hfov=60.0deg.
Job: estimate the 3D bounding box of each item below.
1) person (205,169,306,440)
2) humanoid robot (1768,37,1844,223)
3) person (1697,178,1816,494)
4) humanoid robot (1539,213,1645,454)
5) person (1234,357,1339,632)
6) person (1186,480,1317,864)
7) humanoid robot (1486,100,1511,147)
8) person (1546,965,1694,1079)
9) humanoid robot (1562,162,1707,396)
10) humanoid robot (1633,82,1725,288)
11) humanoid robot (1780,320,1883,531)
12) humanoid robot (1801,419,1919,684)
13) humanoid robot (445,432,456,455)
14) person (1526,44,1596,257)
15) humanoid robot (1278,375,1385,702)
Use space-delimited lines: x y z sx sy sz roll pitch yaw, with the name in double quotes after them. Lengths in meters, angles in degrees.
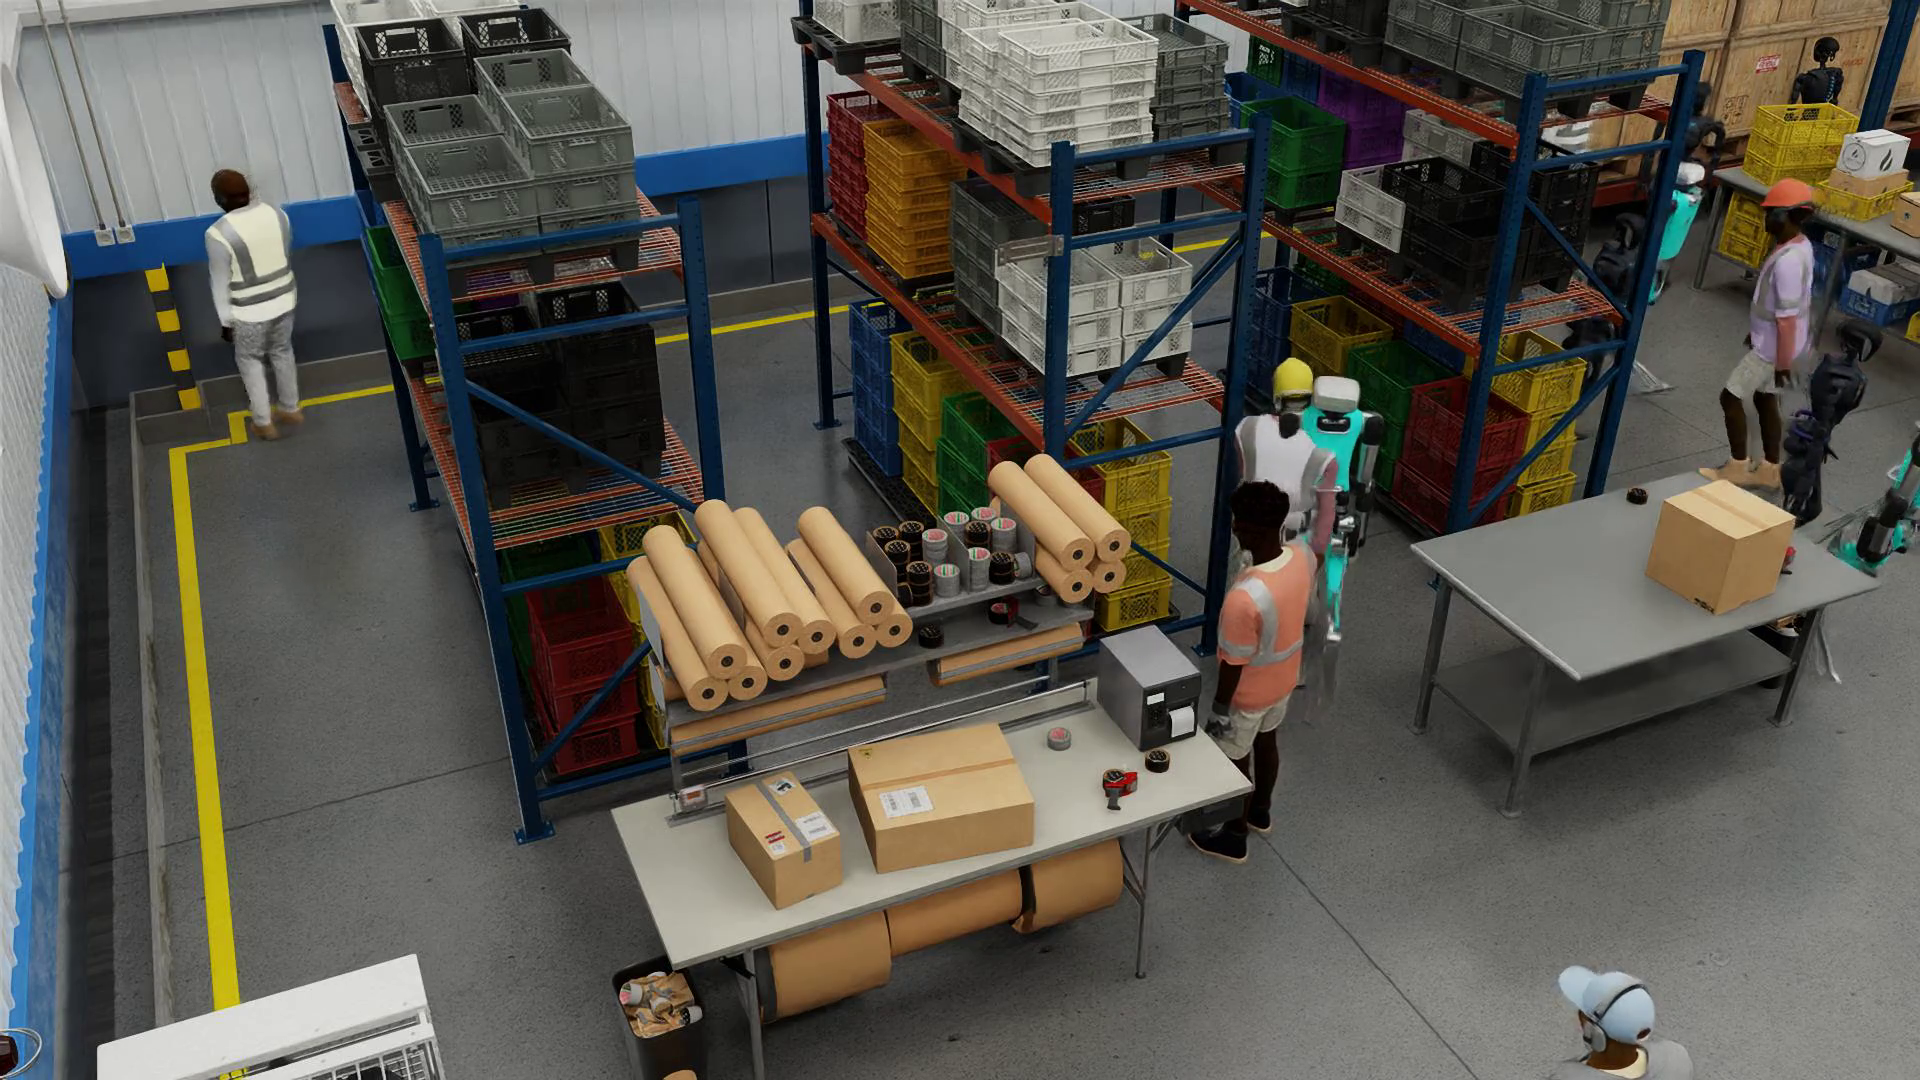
-4.637 -1.545 11.001 0.489 1.819 0.671 16 35 24 "person"
7.229 -3.461 14.234 0.599 1.657 0.315 -12 33 -18 "humanoid robot"
5.034 -1.228 10.317 0.605 1.992 0.622 20 37 29 "person"
4.125 -1.348 10.824 0.604 1.644 0.347 -23 38 -32 "humanoid robot"
1.703 -0.130 8.743 0.579 1.773 0.925 12 33 18 "person"
1.286 0.606 7.385 0.392 1.953 0.602 24 39 34 "person"
3.988 -2.774 13.095 0.915 1.772 0.548 3 32 5 "humanoid robot"
1.887 2.023 5.175 0.589 1.853 0.376 -14 34 -21 "person"
4.602 -1.811 11.515 0.561 1.738 1.016 -24 39 -34 "humanoid robot"
5.751 -2.879 13.348 0.587 1.618 0.800 12 34 19 "humanoid robot"
4.817 -0.493 9.416 0.355 1.648 0.609 17 36 26 "humanoid robot"
4.691 -0.085 8.740 0.530 1.796 0.801 -25 40 -35 "humanoid robot"
-3.159 -1.279 10.754 0.739 1.646 0.590 -14 34 -21 "humanoid robot"
4.838 -3.145 13.548 0.581 1.875 0.483 -18 36 -27 "person"
1.836 0.101 8.487 0.535 1.874 0.640 2 32 3 "humanoid robot"
